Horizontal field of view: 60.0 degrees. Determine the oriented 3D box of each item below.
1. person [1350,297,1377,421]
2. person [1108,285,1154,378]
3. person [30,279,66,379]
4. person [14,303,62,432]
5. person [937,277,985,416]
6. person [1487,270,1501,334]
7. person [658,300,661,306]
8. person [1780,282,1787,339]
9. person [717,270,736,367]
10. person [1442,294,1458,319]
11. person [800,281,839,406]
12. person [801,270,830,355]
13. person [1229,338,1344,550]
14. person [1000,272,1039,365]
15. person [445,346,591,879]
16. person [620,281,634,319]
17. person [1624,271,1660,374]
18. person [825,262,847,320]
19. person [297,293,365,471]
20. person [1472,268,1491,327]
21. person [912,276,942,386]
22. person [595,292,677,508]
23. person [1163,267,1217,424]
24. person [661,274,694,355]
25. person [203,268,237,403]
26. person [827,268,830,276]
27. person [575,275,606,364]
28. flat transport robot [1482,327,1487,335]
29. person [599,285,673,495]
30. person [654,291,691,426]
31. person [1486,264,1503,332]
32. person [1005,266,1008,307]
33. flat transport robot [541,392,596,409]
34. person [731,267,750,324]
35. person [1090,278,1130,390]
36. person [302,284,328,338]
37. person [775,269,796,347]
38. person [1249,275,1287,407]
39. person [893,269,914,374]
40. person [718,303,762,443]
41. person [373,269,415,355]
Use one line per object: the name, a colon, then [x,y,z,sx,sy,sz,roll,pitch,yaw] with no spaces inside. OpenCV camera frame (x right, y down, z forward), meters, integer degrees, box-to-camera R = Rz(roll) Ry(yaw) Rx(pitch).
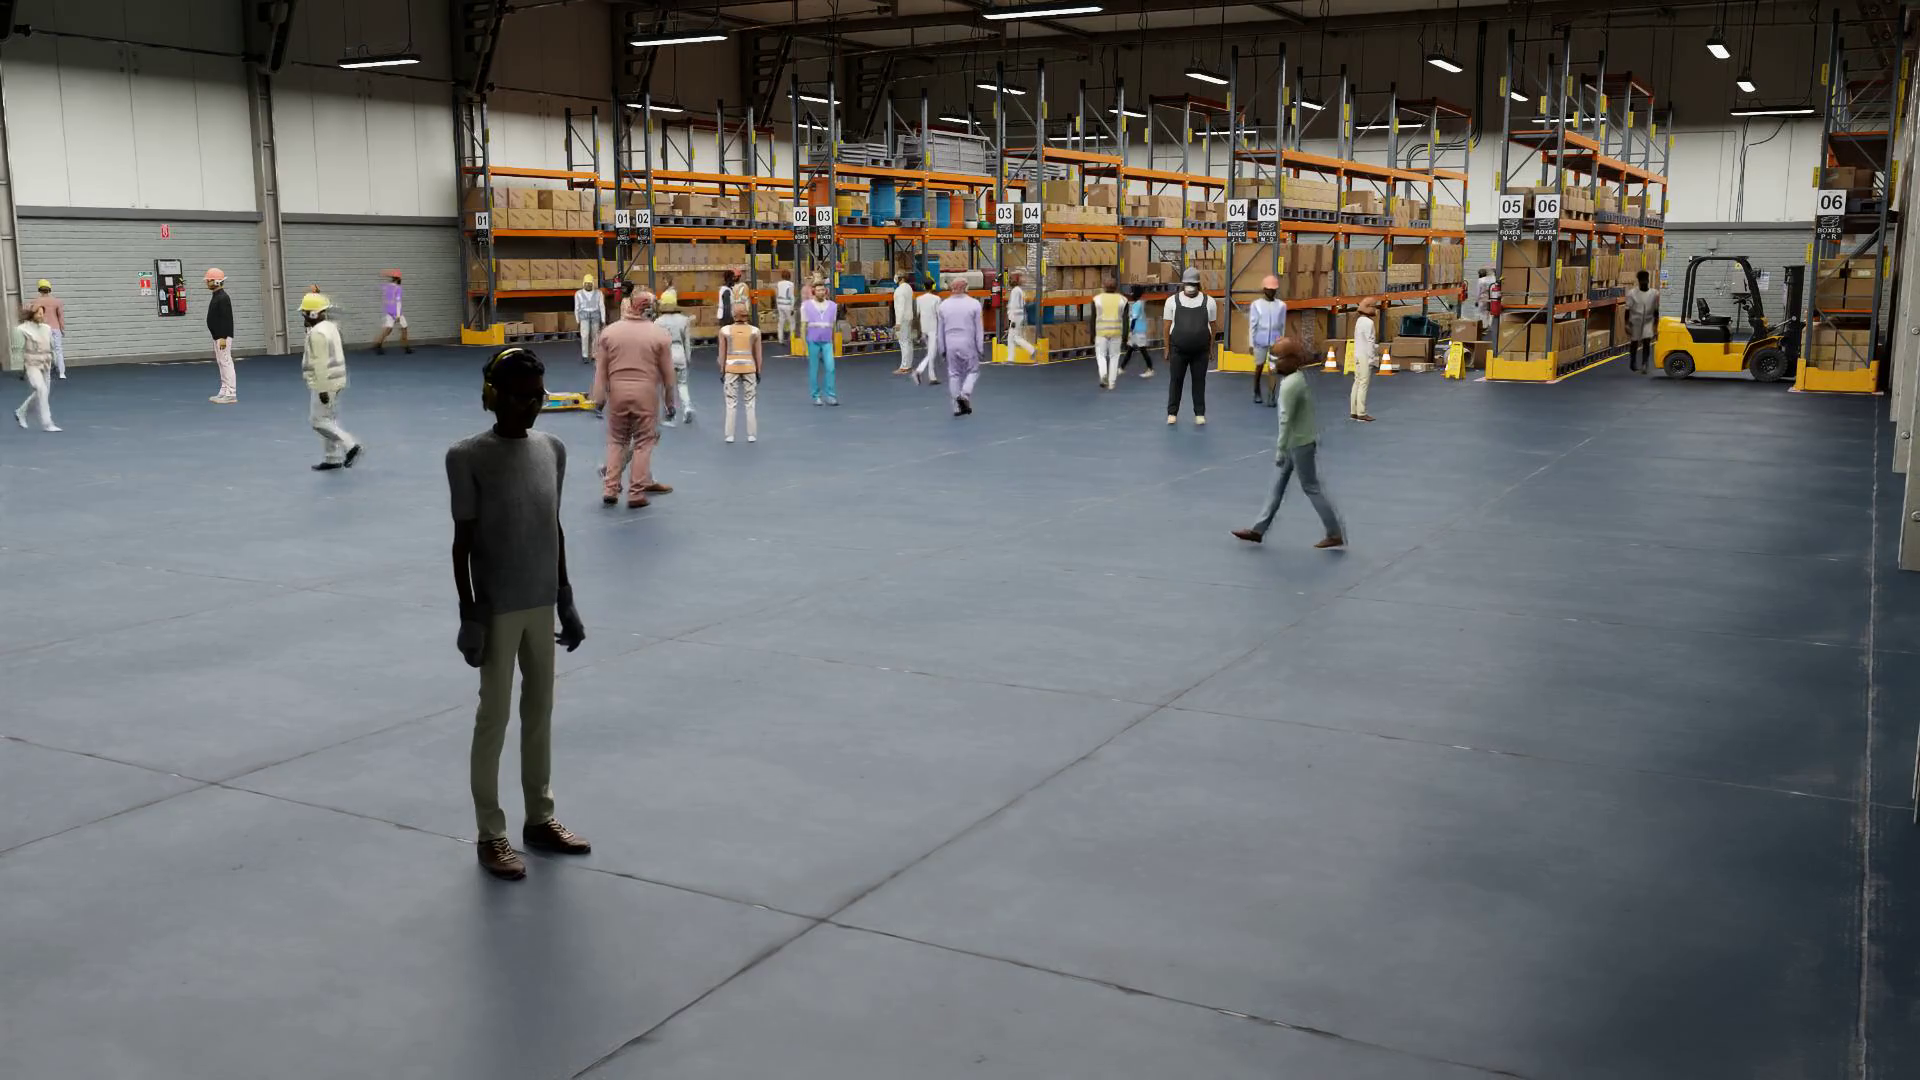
person: [5.367,-2.390,22.022,0.280,1.631,0.504,-1,10,-6]
person: [3.109,-3.731,29.802,0.858,1.642,0.549,2,10,12]
person: [-16.077,-3.703,29.327,0.525,1.769,0.315,-7,12,-35]
person: [-11.524,-2.148,20.672,0.729,1.607,0.517,2,10,14]
person: [0.028,-2.631,22.664,0.674,1.892,0.425,4,10,20]
person: [15.052,-6.711,46.756,0.531,1.836,0.850,5,11,25]
person: [-7.704,-6.198,43.446,0.543,1.932,0.376,9,14,44]
person: [21.288,-6.058,42.631,0.588,1.930,0.364,-8,13,-41]
person: [-4.535,-4.338,32.647,0.464,1.899,0.615,-1,10,-8]
person: [13.943,-6.733,46.992,0.870,1.819,0.623,7,12,36]
person: [-2.001,-2.823,24.015,0.581,1.808,0.854,-4,10,-21]
person: [-2.854,-4.462,33.430,0.641,1.882,0.743,-4,11,-24]
person: [2.468,-0.707,12.318,0.851,1.571,0.552,2,10,13]
person: [1.180,-4.405,33.162,0.702,1.863,0.599,1,10,8]
person: [-1.563,0.247,5.916,0.329,1.865,0.508,7,12,36]
person: [-6.267,-4.048,31.546,0.316,1.695,0.542,-8,13,-40]
person: [12.662,-4.025,30.848,0.670,1.891,1.027,2,10,13]
person: [-2.872,-5.476,38.895,0.393,2.041,0.613,8,13,41]
person: [-6.357,-1.576,16.752,0.527,1.814,0.609,-1,10,-4]
person: [14.839,-6.778,47.160,0.663,1.828,0.429,-7,12,-35]
person: [-0.552,-3.496,27.875,0.509,1.851,0.793,8,13,40]
person: [-2.803,-1.210,14.436,0.668,1.867,0.501,1,10,6]
person: [2.973,-2.503,21.493,0.687,2.000,0.535,0,10,3]
person: [-5.954,-4.665,34.891,0.678,1.808,0.578,-3,10,-19]
person: [-11.009,-3.037,24.756,0.376,1.995,0.609,-7,12,-34]
person: [-3.028,-5.588,39.941,0.605,1.909,0.449,8,12,37]
person: [-7.461,-4.452,33.633,0.596,1.790,0.887,-3,10,-16]
flat transport robot: [14.146,-5.807,46.013,0.652,0.197,1.431,1,10,8]
person: [-2.942,-1.331,14.991,0.640,1.918,0.641,-6,12,-33]
person: [-3.655,-2.299,21.184,0.508,1.729,0.442,-6,11,-32]
person: [15.364,-6.903,47.452,0.791,1.962,0.631,-3,10,-15]
person: [1.299,-7.003,47.862,0.605,2.034,0.389,0,10,-1]
flat transport robot: [-5.889,-1.945,23.404,1.431,0.197,0.652,-4,11,-24]
person: [-4.836,-4.947,36.104,0.552,1.934,0.373,5,11,28]
person: [2.443,-3.355,27.108,0.647,1.824,0.444,0,10,3]
person: [-12.156,-3.993,31.391,0.514,1.641,0.309,2,10,12]
person: [-4.142,-5.591,40.097,0.601,1.860,0.745,5,11,28]
person: [4.477,-2.907,24.267,0.547,1.909,0.935,0,10,0]
person: [-1.060,-4.052,30.859,0.374,1.941,0.627,3,10,15]
person: [-2.568,-1.949,19.475,0.515,1.626,0.327,-2,10,-13]
person: [-12.552,-5.034,36.751,0.546,1.903,0.933,6,11,32]
